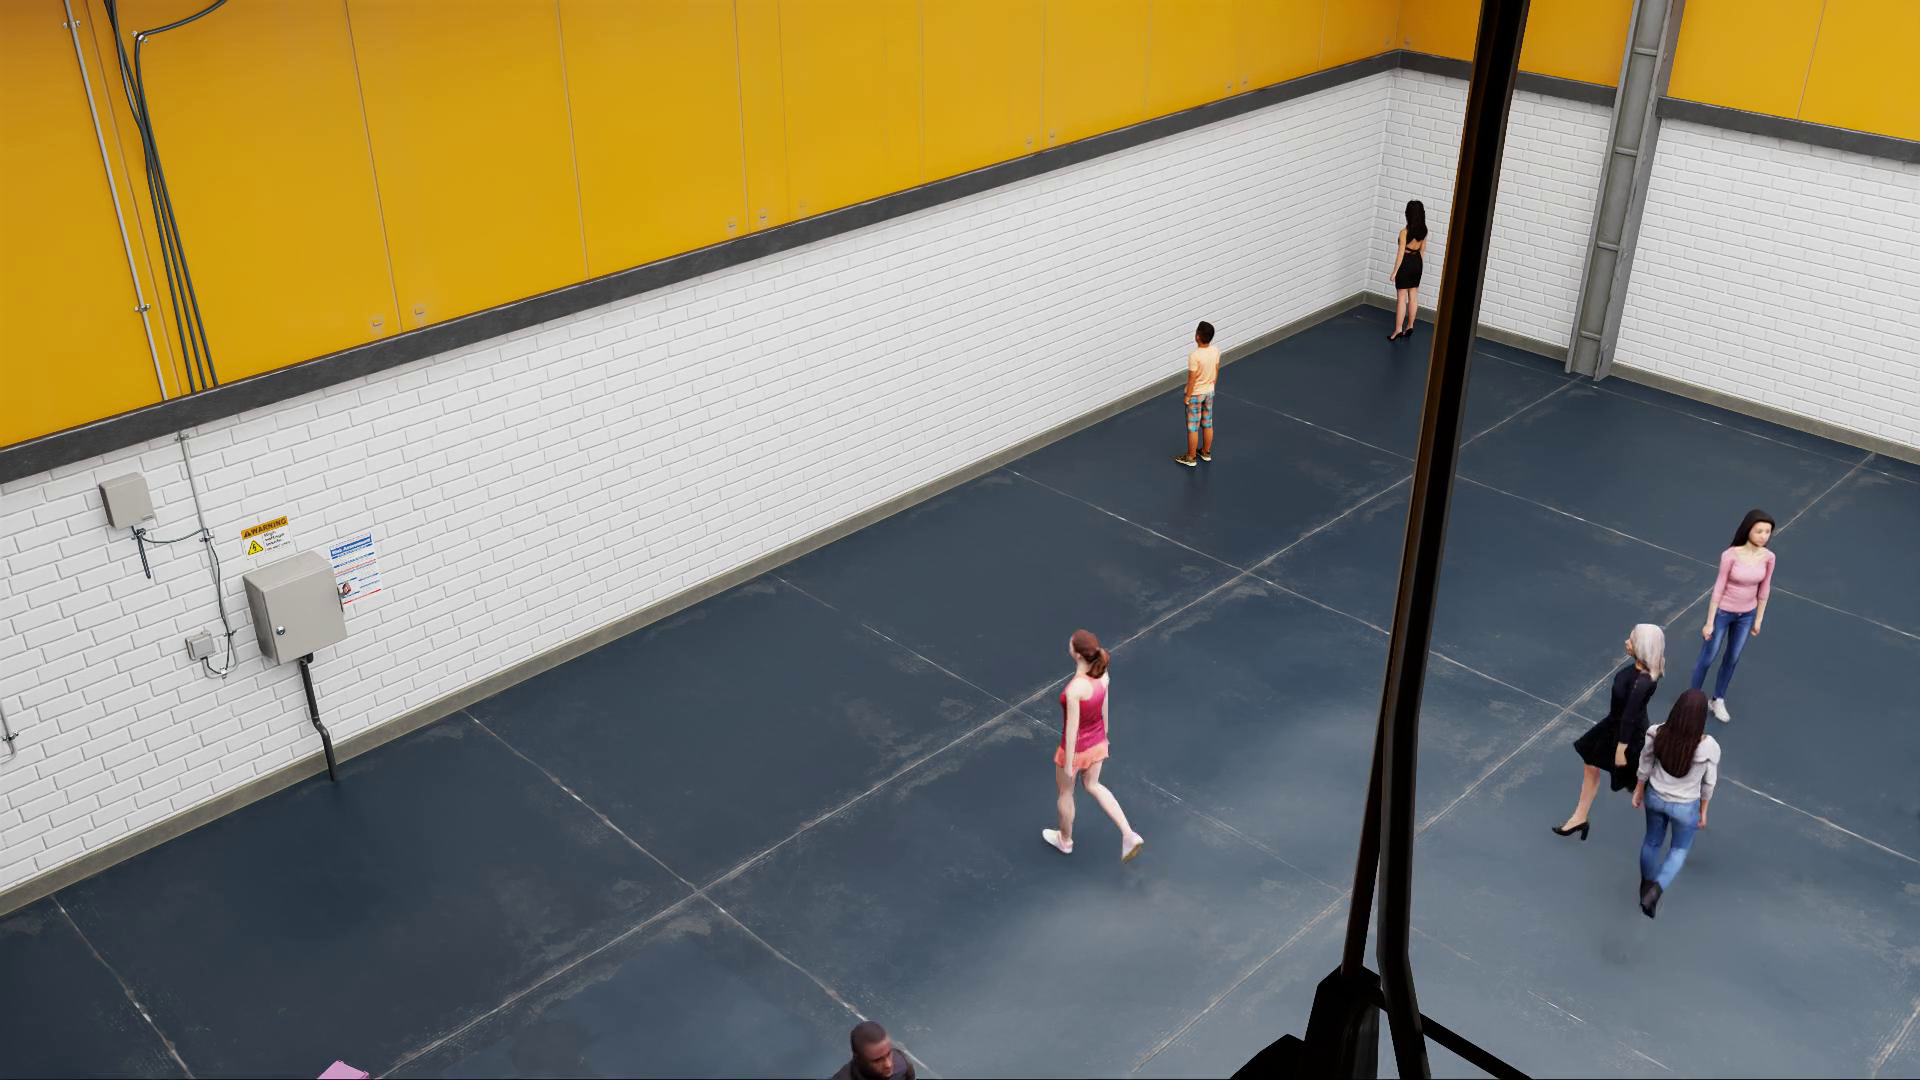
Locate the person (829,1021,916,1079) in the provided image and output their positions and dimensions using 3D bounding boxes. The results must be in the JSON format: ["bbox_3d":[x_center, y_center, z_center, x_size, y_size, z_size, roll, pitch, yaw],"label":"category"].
[{"bbox_3d":[-0.515,2.907,7.863,1.207,1.781,0.716,25,37,38],"label":"person"}]

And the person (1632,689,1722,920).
[{"bbox_3d":[4.393,1.672,10.294,0.803,1.621,0.742,19,34,31],"label":"person"}]

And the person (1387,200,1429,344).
[{"bbox_3d":[5.119,-3.059,18.944,0.622,1.644,0.591,-12,31,-22],"label":"person"}]

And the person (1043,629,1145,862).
[{"bbox_3d":[0.855,1.371,10.723,0.963,1.738,0.561,24,37,37],"label":"person"}]

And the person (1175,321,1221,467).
[{"bbox_3d":[2.338,-1.428,16.145,0.548,1.461,0.532,-19,34,-31],"label":"person"}]

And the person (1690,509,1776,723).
[{"bbox_3d":[5.675,0.547,12.230,0.623,1.743,0.682,0,29,0],"label":"person"}]

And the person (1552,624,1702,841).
[{"bbox_3d":[4.426,1.331,10.827,1.191,1.708,0.886,11,30,19],"label":"person"}]
